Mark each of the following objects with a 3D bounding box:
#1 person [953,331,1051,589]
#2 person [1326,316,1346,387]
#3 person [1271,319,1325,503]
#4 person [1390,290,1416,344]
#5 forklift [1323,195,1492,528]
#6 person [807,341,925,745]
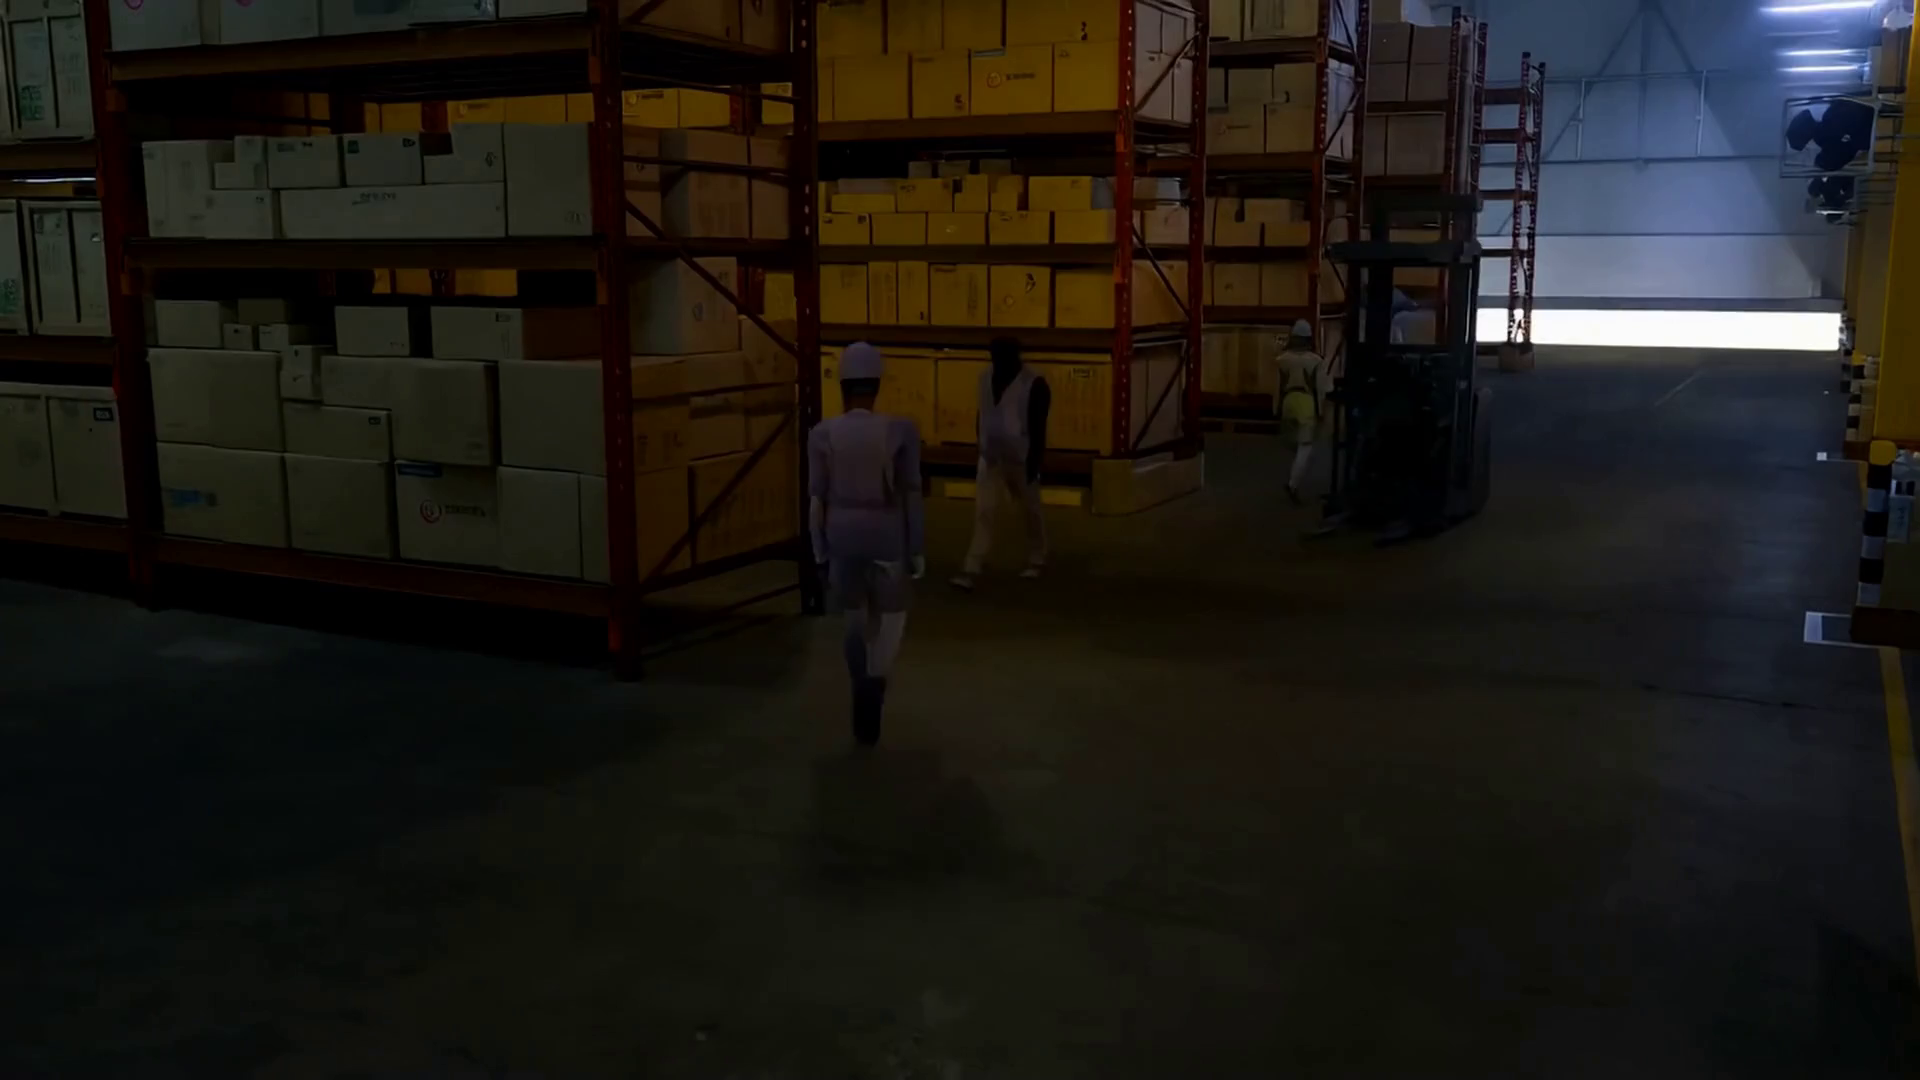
[{"bbox_3d":[0.329,-0.558,11.626,0.635,1.796,0.955,6,12,32],"label":"person"},{"bbox_3d":[5.494,-2.709,24.318,0.565,1.714,0.860,-5,11,-25],"label":"person"},{"bbox_3d":[3.137,-1.201,15.536,0.490,1.717,0.702,5,11,26],"label":"person"},{"bbox_3d":[5.996,-2.511,22.852,0.459,1.813,0.619,9,13,42],"label":"person"},{"bbox_3d":[4.070,-1.643,14.761,1.129,2.768,1.873,5,11,27],"label":"forklift"},{"bbox_3d":[-0.460,0.018,7.924,0.556,1.919,0.767,2,10,10],"label":"person"}]
